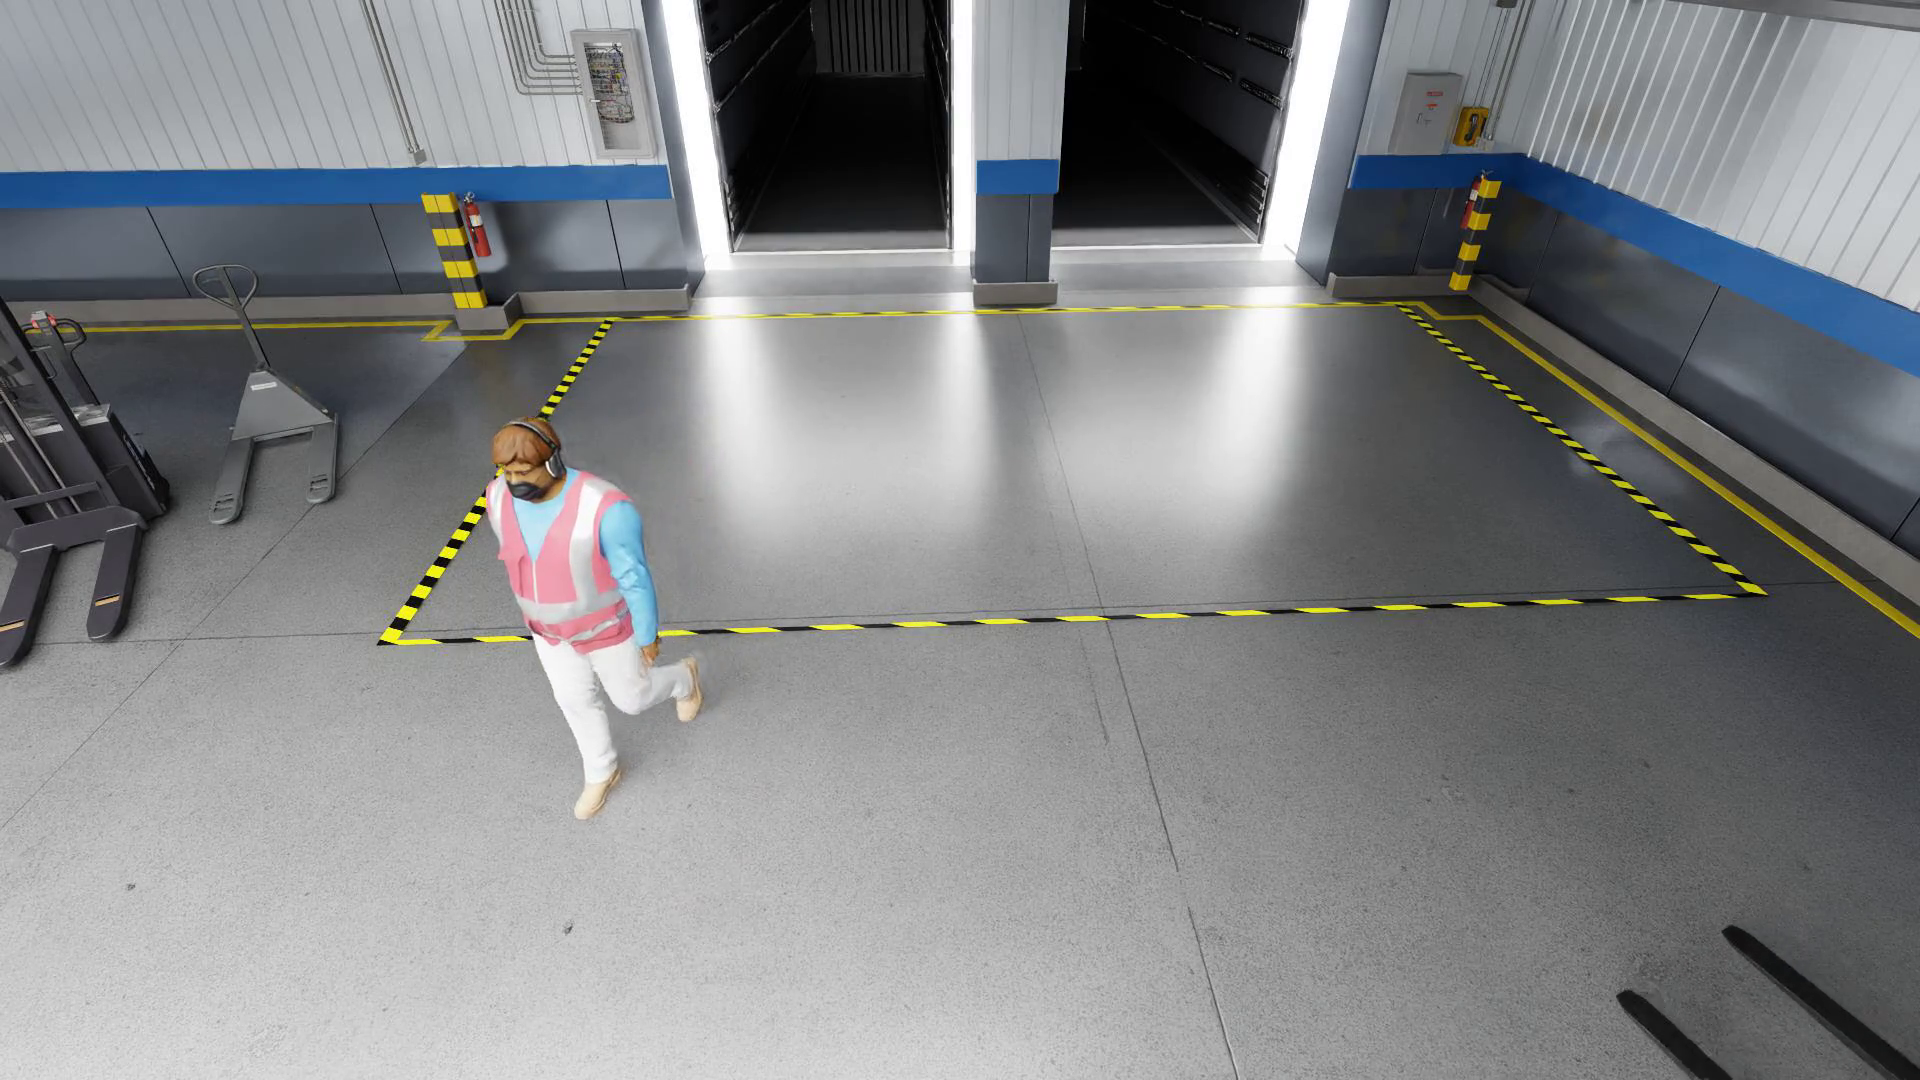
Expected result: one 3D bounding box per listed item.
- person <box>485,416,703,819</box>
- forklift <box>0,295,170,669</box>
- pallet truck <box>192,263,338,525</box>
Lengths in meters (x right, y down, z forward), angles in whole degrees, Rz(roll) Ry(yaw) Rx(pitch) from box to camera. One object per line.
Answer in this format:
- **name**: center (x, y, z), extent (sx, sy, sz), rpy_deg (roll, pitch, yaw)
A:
- **person**: center (-1.473, 0.281, 3.746), extent (0.631, 1.817, 0.782), rpy_deg (9, 36, 13)
- **forklift**: center (-5.212, -0.618, 4.878), extent (0.823, 1.965, 1.885), rpy_deg (-20, 39, -26)
- **pallet truck**: center (-4.778, -1.027, 6.128), extent (0.680, 1.201, 1.601), rpy_deg (-17, 38, -23)
